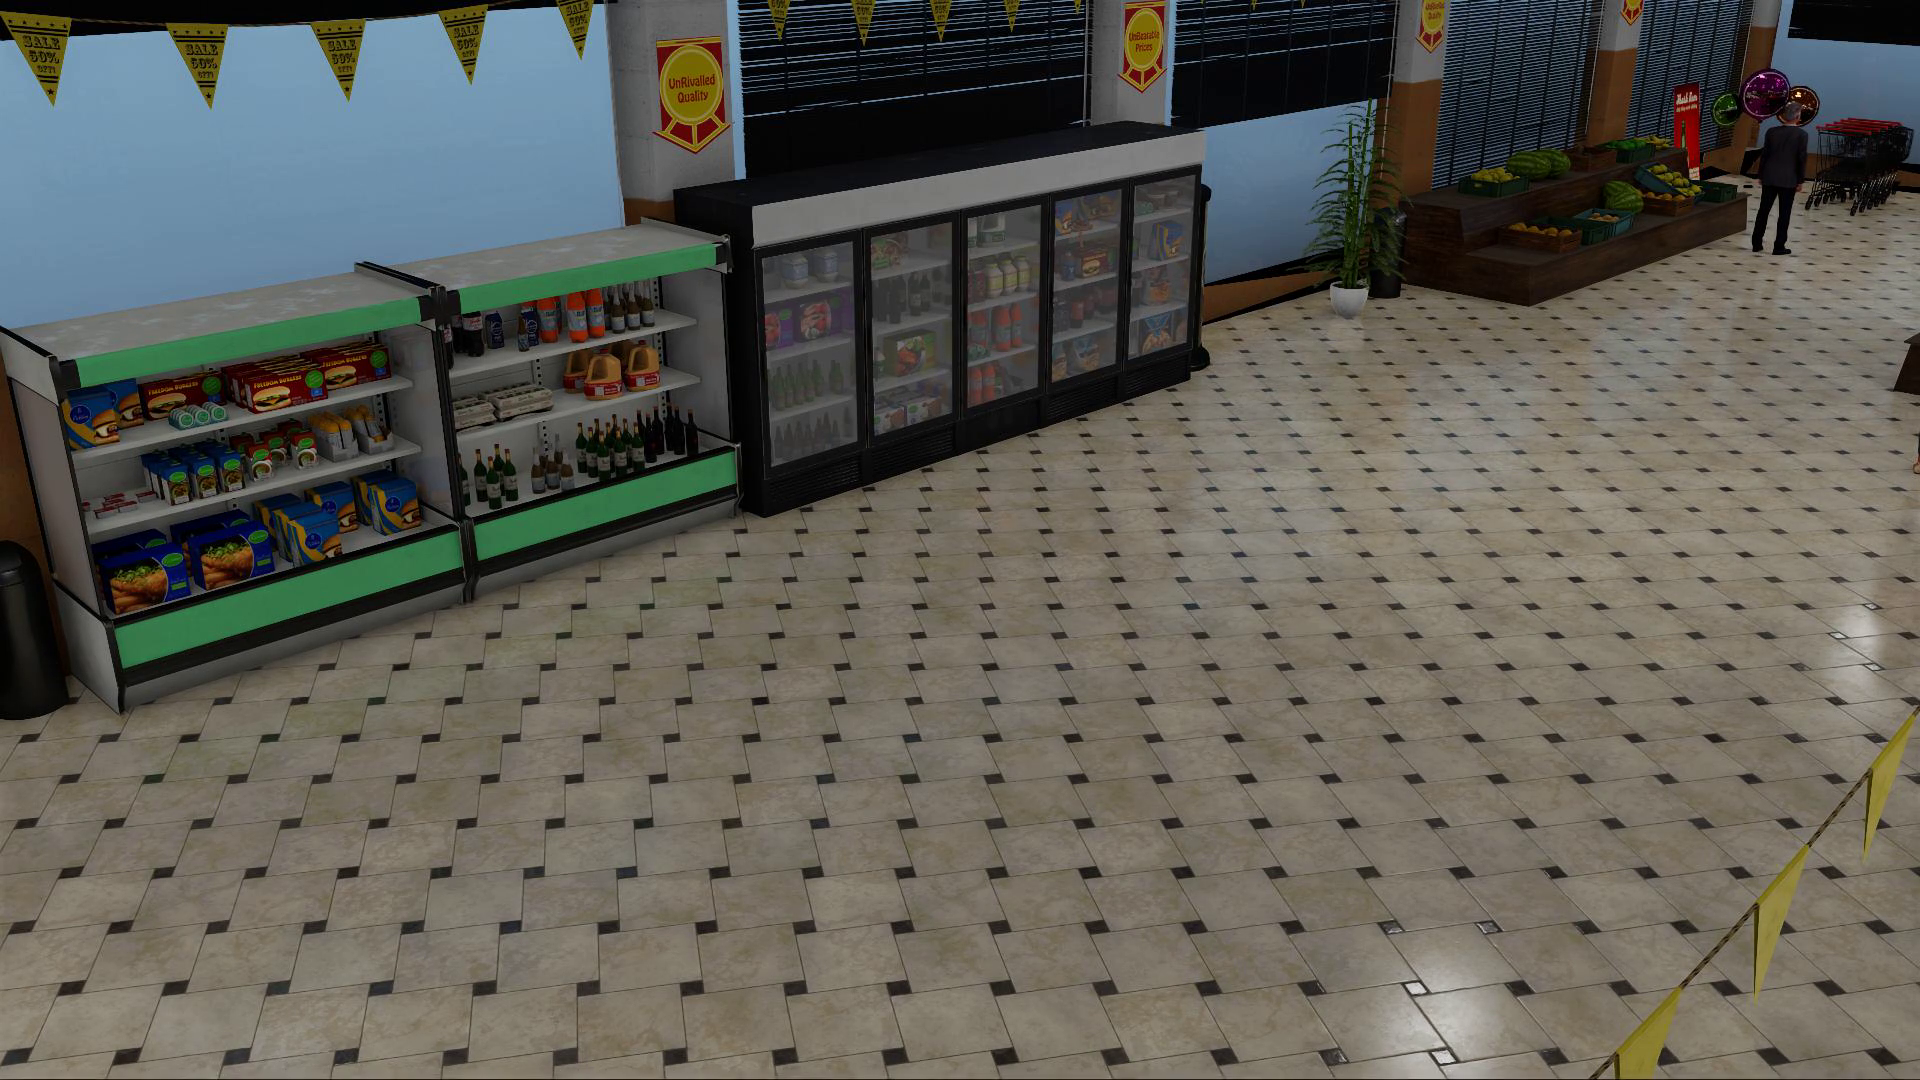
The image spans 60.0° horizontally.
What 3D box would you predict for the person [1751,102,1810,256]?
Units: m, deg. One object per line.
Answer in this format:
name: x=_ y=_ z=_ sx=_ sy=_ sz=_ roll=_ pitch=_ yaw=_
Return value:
person: x=10.131 y=-4.465 z=20.517 sx=0.573 sy=1.841 sz=0.720 roll=-19 pitch=29 yaw=-39
